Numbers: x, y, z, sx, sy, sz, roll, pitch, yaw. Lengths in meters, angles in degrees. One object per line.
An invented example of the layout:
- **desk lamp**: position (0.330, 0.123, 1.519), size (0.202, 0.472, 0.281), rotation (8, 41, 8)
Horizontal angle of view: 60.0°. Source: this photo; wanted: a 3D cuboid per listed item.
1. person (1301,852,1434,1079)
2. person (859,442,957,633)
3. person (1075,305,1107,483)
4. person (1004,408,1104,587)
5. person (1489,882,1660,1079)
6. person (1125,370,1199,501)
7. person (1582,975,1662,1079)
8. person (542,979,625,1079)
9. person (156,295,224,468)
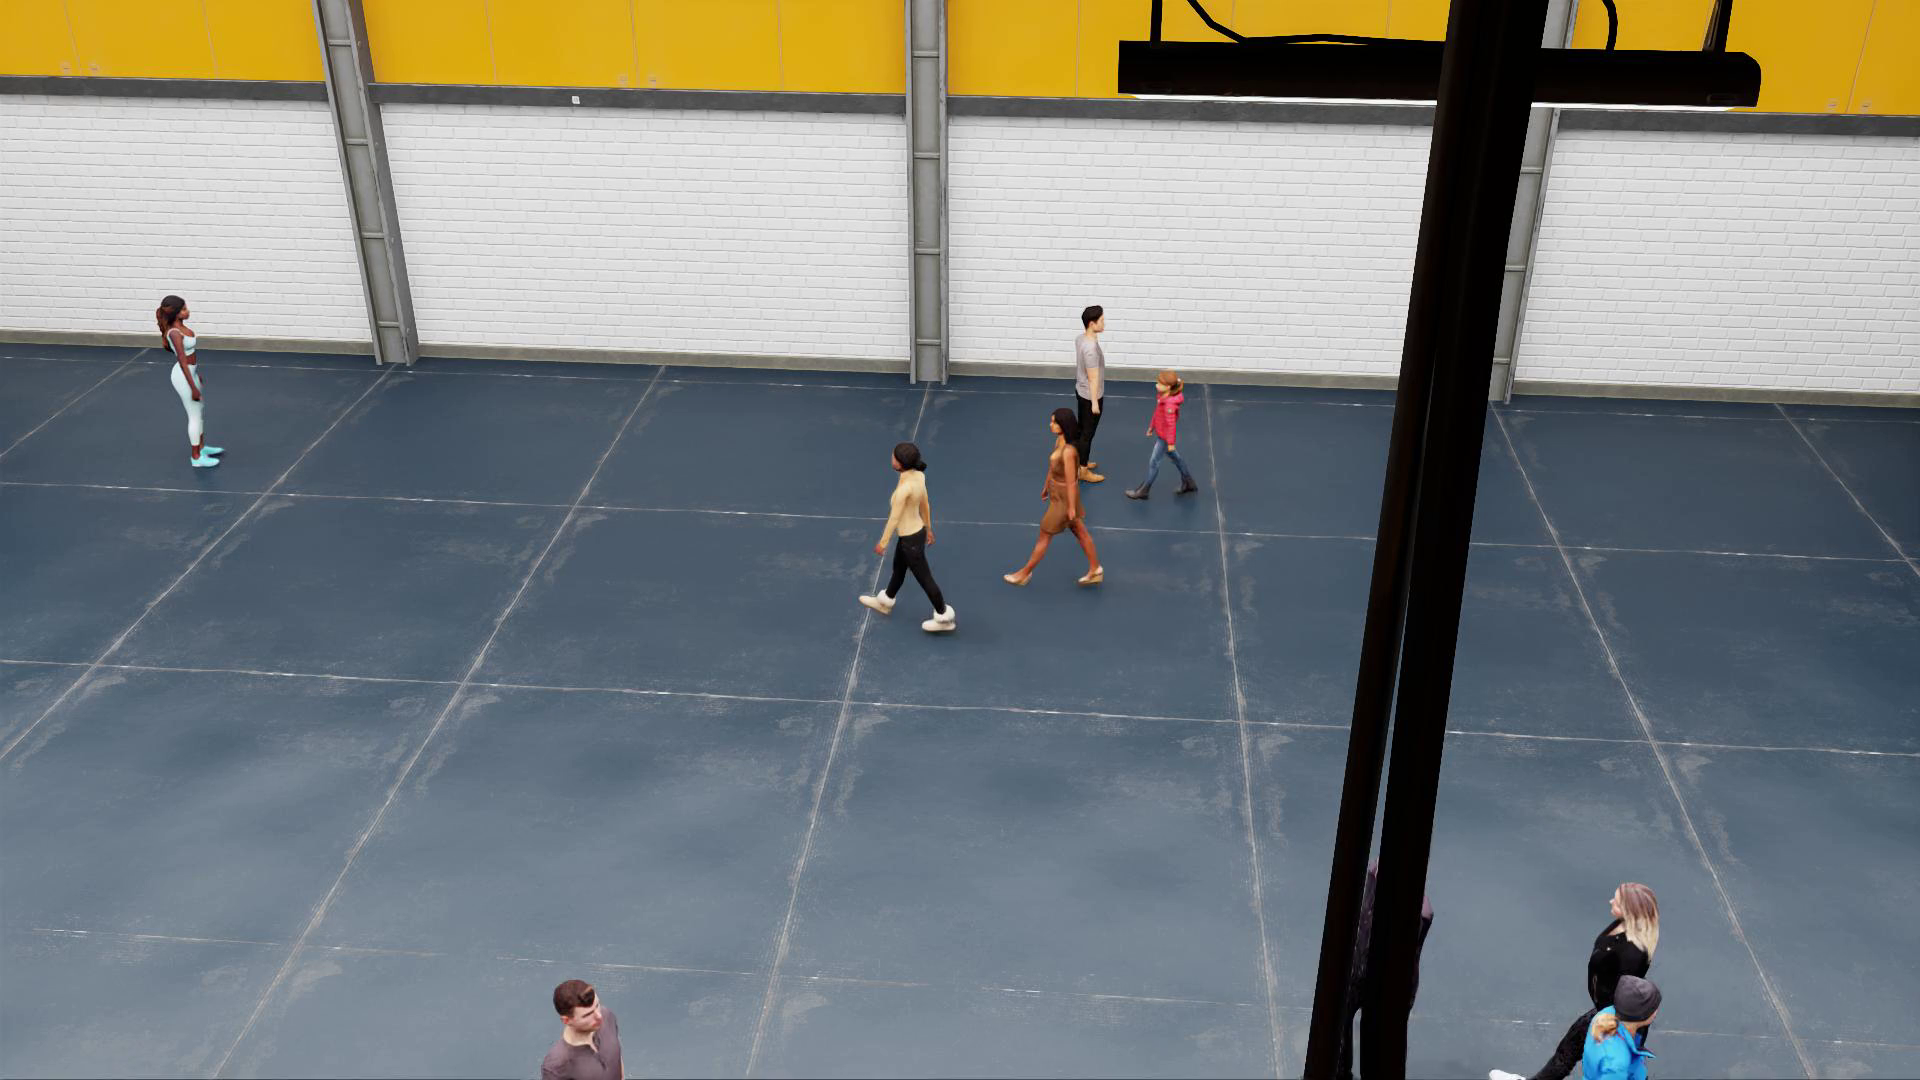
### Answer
- **person**: position (2.312, 2.302, 8.846), size (0.873, 1.830, 0.857), rotation (-9, 30, -16)
- **person**: position (-0.301, 0.019, 13.249), size (1.128, 1.620, 0.725), rotation (7, 29, 13)
- **person**: position (1.218, -1.405, 15.760), size (0.588, 1.717, 0.648), rotation (-3, 29, -6)
- **person**: position (0.950, -0.304, 13.824), size (1.104, 1.637, 0.690), rotation (-1, 29, -3)
- **person**: position (3.518, 2.506, 8.662), size (1.175, 1.647, 0.944), rotation (16, 32, 27)
- **person**: position (1.973, -0.962, 15.396), size (0.912, 1.287, 0.536), rotation (1, 29, 2)
- **person**: position (2.990, 2.776, 8.025), size (1.074, 1.784, 0.785), rotation (12, 31, 20)
- **person**: position (-1.806, 2.778, 7.958), size (0.916, 1.844, 0.825), rotation (12, 31, 21)
- **person**: position (-7.430, -1.534, 15.994), size (0.646, 1.719, 0.645), rotation (-10, 30, -17)
